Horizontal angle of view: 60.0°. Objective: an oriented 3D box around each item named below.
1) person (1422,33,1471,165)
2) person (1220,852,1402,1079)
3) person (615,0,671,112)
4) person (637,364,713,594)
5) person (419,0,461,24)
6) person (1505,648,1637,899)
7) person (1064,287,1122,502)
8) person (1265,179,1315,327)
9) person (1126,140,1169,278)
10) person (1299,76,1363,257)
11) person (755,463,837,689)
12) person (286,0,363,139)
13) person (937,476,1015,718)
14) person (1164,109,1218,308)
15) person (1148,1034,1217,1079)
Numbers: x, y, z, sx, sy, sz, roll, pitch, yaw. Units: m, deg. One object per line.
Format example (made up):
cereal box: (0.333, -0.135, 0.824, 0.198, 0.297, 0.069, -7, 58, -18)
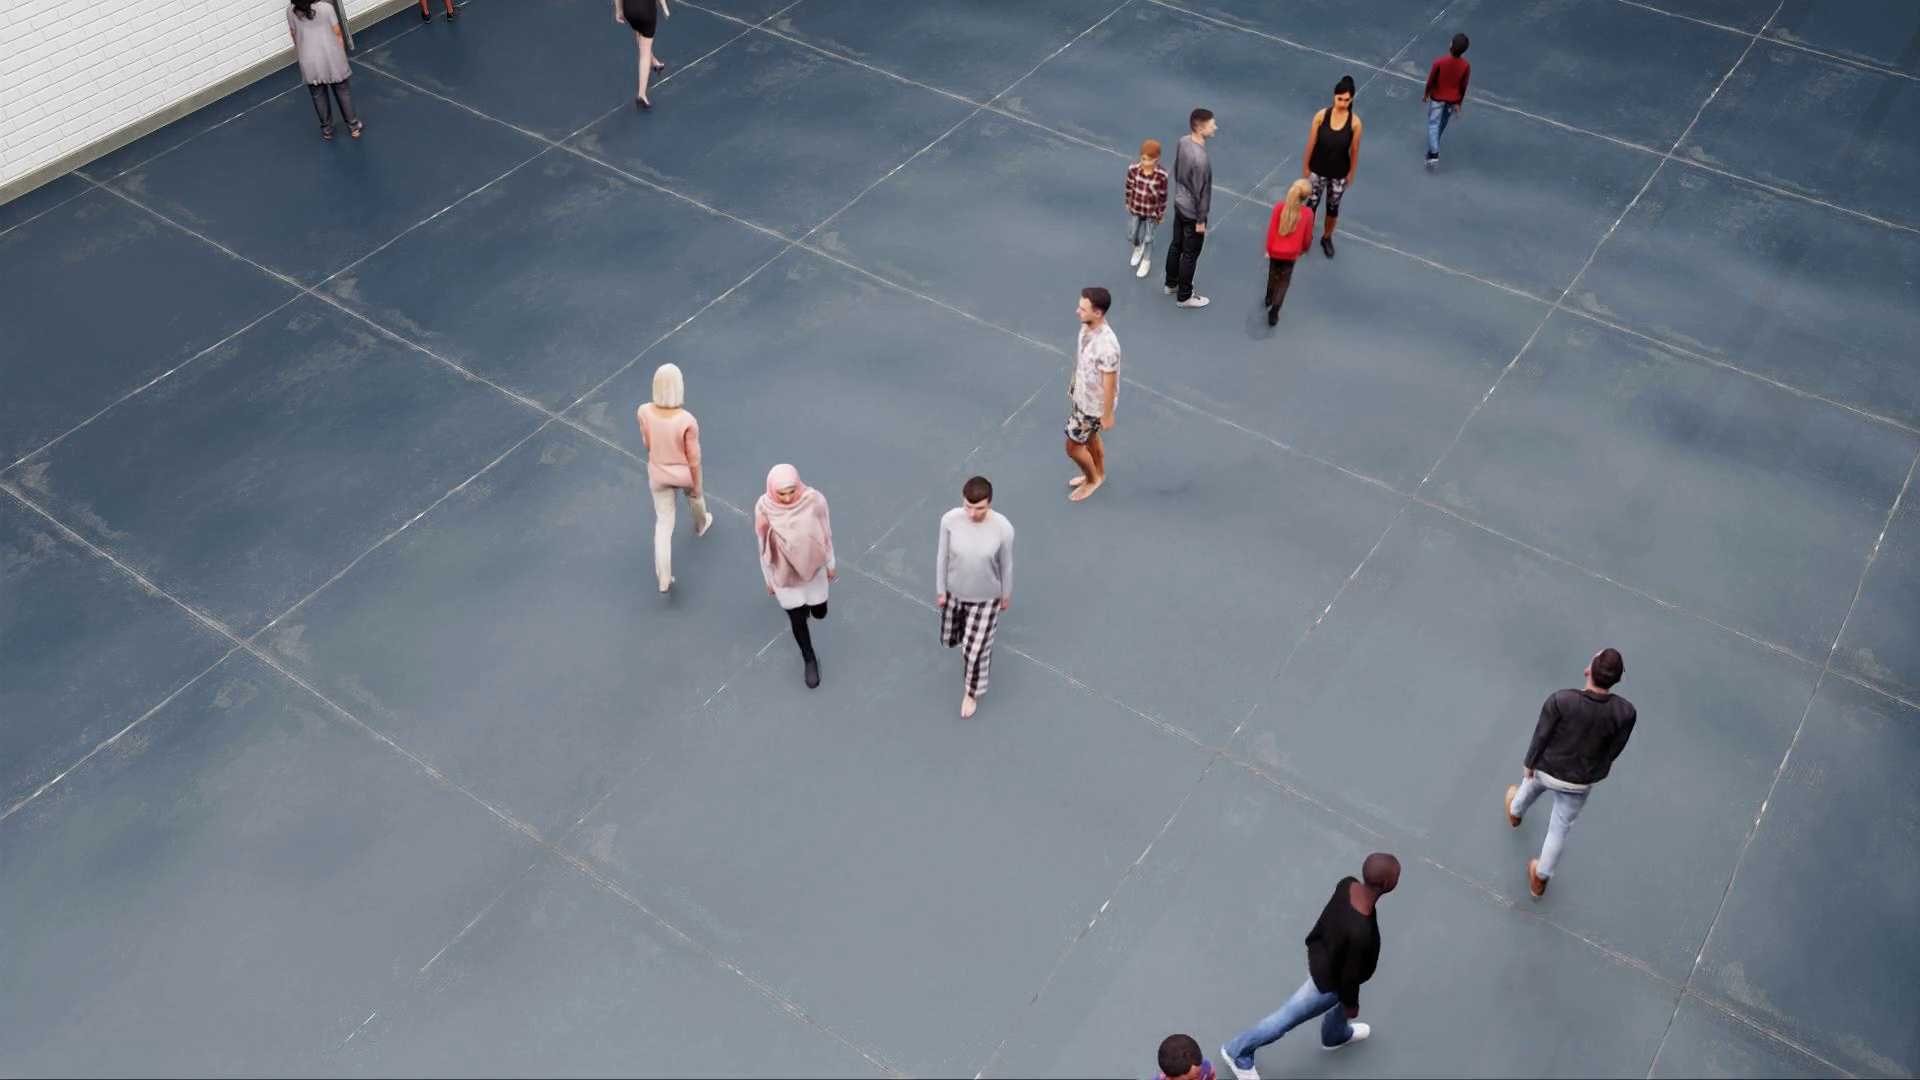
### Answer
person: (4.549, -4.121, 15.587, 0.805, 1.239, 0.941, 0, 44, 0)
person: (1.833, 2.251, 8.572, 1.063, 1.688, 1.119, 6, 44, 7)
person: (-3.144, -5.034, 16.165, 0.811, 1.763, 1.154, 13, 45, 14)
person: (-1.983, -0.396, 11.356, 0.943, 1.681, 1.235, 7, 44, 7)
person: (-5.684, -6.320, 17.530, 0.670, 1.742, 0.727, -6, 44, -6)
person: (3.433, 1.370, 9.410, 0.913, 1.809, 1.104, 9, 44, 9)
person: (1.043, -1.049, 11.955, 0.865, 1.800, 0.812, -9, 44, -9)
person: (2.661, -2.356, 13.724, 0.597, 1.253, 0.761, 8, 44, 8)
person: (1.614, -2.886, 14.249, 0.590, 1.296, 0.615, 15, 46, 15)
person: (3.190, -3.217, 14.331, 0.655, 1.661, 0.630, 9, 44, 9)
person: (-1.062, 0.145, 10.712, 0.982, 1.787, 1.024, -12, 45, -12)
person: (-6.089, -4.609, 15.834, 0.771, 1.605, 0.833, -9, 44, -10)
person: (0.093, 0.267, 10.552, 0.824, 1.830, 1.037, 11, 45, 11)
person: (1.910, -2.748, 13.767, 0.729, 1.760, 0.701, -13, 45, -13)
person: (0.979, 2.824, 7.939, 0.649, 1.733, 0.753, -18, 47, -18)
